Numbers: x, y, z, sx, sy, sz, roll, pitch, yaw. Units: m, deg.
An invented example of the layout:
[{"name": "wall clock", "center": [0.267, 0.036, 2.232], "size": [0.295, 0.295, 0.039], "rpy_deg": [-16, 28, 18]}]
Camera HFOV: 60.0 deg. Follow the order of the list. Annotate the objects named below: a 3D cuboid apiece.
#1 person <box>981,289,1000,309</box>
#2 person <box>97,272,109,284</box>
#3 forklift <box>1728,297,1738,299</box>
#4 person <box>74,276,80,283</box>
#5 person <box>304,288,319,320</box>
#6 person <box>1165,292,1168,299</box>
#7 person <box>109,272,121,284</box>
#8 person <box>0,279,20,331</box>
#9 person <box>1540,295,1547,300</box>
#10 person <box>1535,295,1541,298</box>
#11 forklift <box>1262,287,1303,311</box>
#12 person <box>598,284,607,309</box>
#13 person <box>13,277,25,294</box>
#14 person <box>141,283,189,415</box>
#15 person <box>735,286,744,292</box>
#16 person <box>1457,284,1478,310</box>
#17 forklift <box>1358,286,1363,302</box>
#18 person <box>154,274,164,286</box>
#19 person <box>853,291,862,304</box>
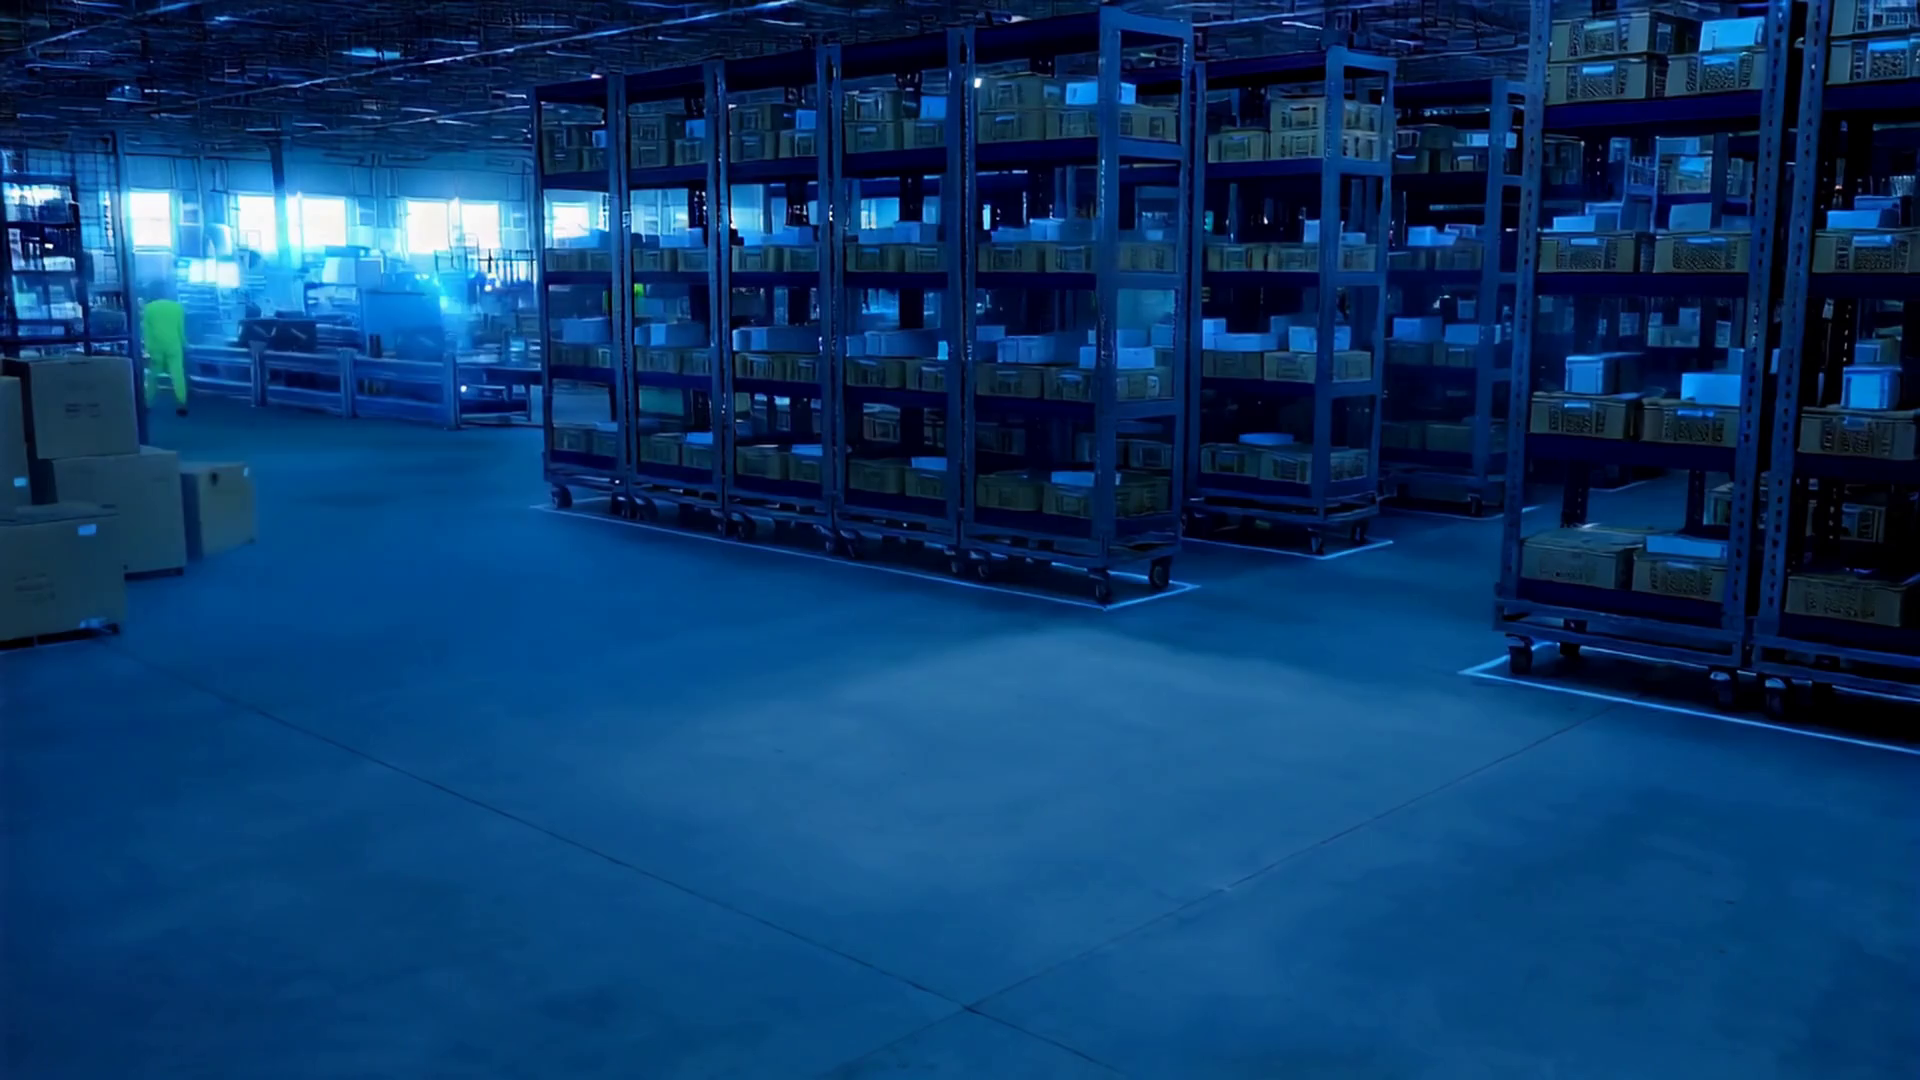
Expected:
[{"name": "person", "center": [0.578, -3.604, 29.453], "size": [0.532, 1.765, 0.328], "rpy_deg": [5, 10, 26]}, {"name": "person", "center": [-37.533, -10.769, 72.855], "size": [0.547, 1.937, 0.379], "rpy_deg": [2, 9, 12]}, {"name": "forklift", "center": [19.242, -6.174, 41.802], "size": [1.873, 2.768, 1.129], "rpy_deg": [2, 9, 11]}, {"name": "person", "center": [-45.079, -12.828, 85.302], "size": [0.396, 1.992, 0.622], "rpy_deg": [4, 10, 25]}, {"name": "person", "center": [-23.393, -8.665, 60.015], "size": [0.637, 1.918, 0.565], "rpy_deg": [-2, 9, -9]}, {"name": "person", "center": [6.756, -7.381, 52.834], "size": [0.533, 1.681, 0.419], "rpy_deg": [3, 10, 18]}, {"name": "person", "center": [-35.710, -10.352, 70.292], "size": [0.635, 1.937, 0.352], "rpy_deg": [4, 10, 22]}, {"name": "person", "center": [-29.540, -7.317, 51.756], "size": [0.597, 1.914, 0.370], "rpy_deg": [-8, 12, -42]}, {"name": "person", "center": [16.545, -6.546, 47.552], "size": [0.374, 1.752, 0.515], "rpy_deg": [-7, 12, -37]}, {"name": "person", "center": [15.347, -6.148, 44.895], "size": [0.591, 1.822, 0.403], "rpy_deg": [0, 9, 3]}, {"name": "forklift", "center": [10.769, -8.203, 54.240], "size": [1.129, 2.768, 1.873], "rpy_deg": [8, 12, 42]}, {"name": "person", "center": [-11.805, -7.633, 54.687], "size": [0.845, 1.591, 0.496], "rpy_deg": [8, 12, 41]}, {"name": "person", "center": [-30.760, -7.753, 54.323], "size": [0.420, 1.949, 0.614], "rpy_deg": [0, 9, 0]}, {"name": "person", "center": [-11.380, -2.711, 23.687], "size": [0.981, 1.863, 0.661], "rpy_deg": [7, 11, 36]}, {"name": "person", "center": [-11.440, -13.023, 86.731], "size": [0.743, 1.924, 0.638], "rpy_deg": [-9, 13, -43]}, {"name": "person", "center": [8.818, -3.576, 28.858], "size": [0.965, 1.896, 0.639], "rpy_deg": [-4, 10, -24]}, {"name": "forklift", "center": [11.100, -7.017, 46.970], "size": [1.873, 2.768, 1.129], "rpy_deg": [9, 13, 43]}, {"name": "person", "center": [-33.397, -10.180, 69.507], "size": [0.552, 1.845, 0.663], "rpy_deg": [2, 10, 15]}, {"name": "person", "center": [-4.142, -9.881, 68.150], "size": [0.547, 1.695, 0.320], "rpy_deg": [-3, 10, -20]}]
